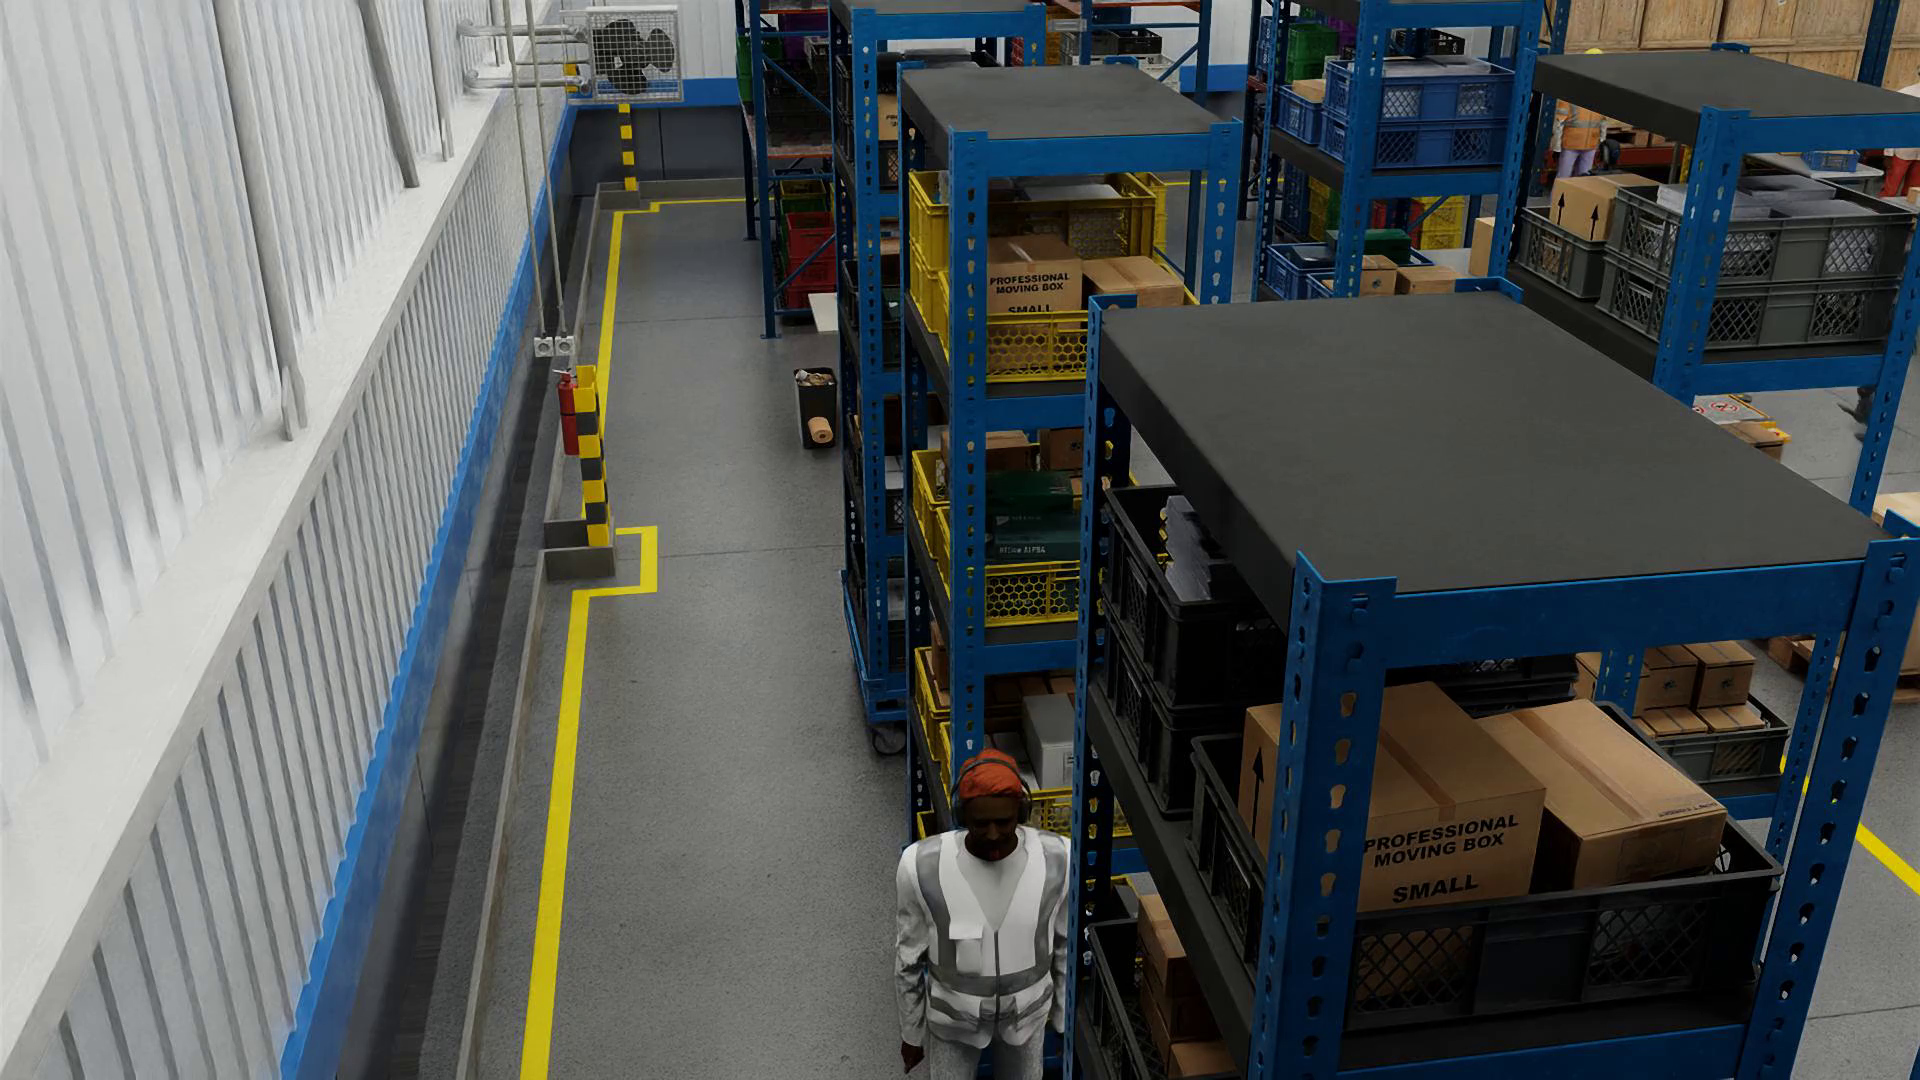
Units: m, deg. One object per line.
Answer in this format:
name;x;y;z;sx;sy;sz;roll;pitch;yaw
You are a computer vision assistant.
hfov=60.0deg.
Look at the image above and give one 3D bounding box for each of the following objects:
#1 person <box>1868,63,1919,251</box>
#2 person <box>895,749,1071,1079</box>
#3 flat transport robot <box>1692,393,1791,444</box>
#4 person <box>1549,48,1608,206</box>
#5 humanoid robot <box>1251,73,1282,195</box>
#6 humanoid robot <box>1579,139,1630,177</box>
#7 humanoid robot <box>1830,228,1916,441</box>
person;9.540;-3.878;16.666;0.613;1.994;0.378;-4;25;-8
person;0.087;1.480;5.150;0.576;1.882;0.354;-4;25;-8
flat transport robot;5.224;-0.859;12.132;1.431;0.197;0.652;-4;25;-8
person;6.423;-4.102;17.232;0.588;1.926;0.365;-4;25;-8
humanoid robot;3.580;-4.781;18.990;0.596;1.657;0.323;-4;25;-8
humanoid robot;5.438;-2.594;14.237;0.596;1.657;0.323;-4;25;-8
humanoid robot;6.587;-1.527;11.977;0.595;1.625;0.669;-6;25;-14
